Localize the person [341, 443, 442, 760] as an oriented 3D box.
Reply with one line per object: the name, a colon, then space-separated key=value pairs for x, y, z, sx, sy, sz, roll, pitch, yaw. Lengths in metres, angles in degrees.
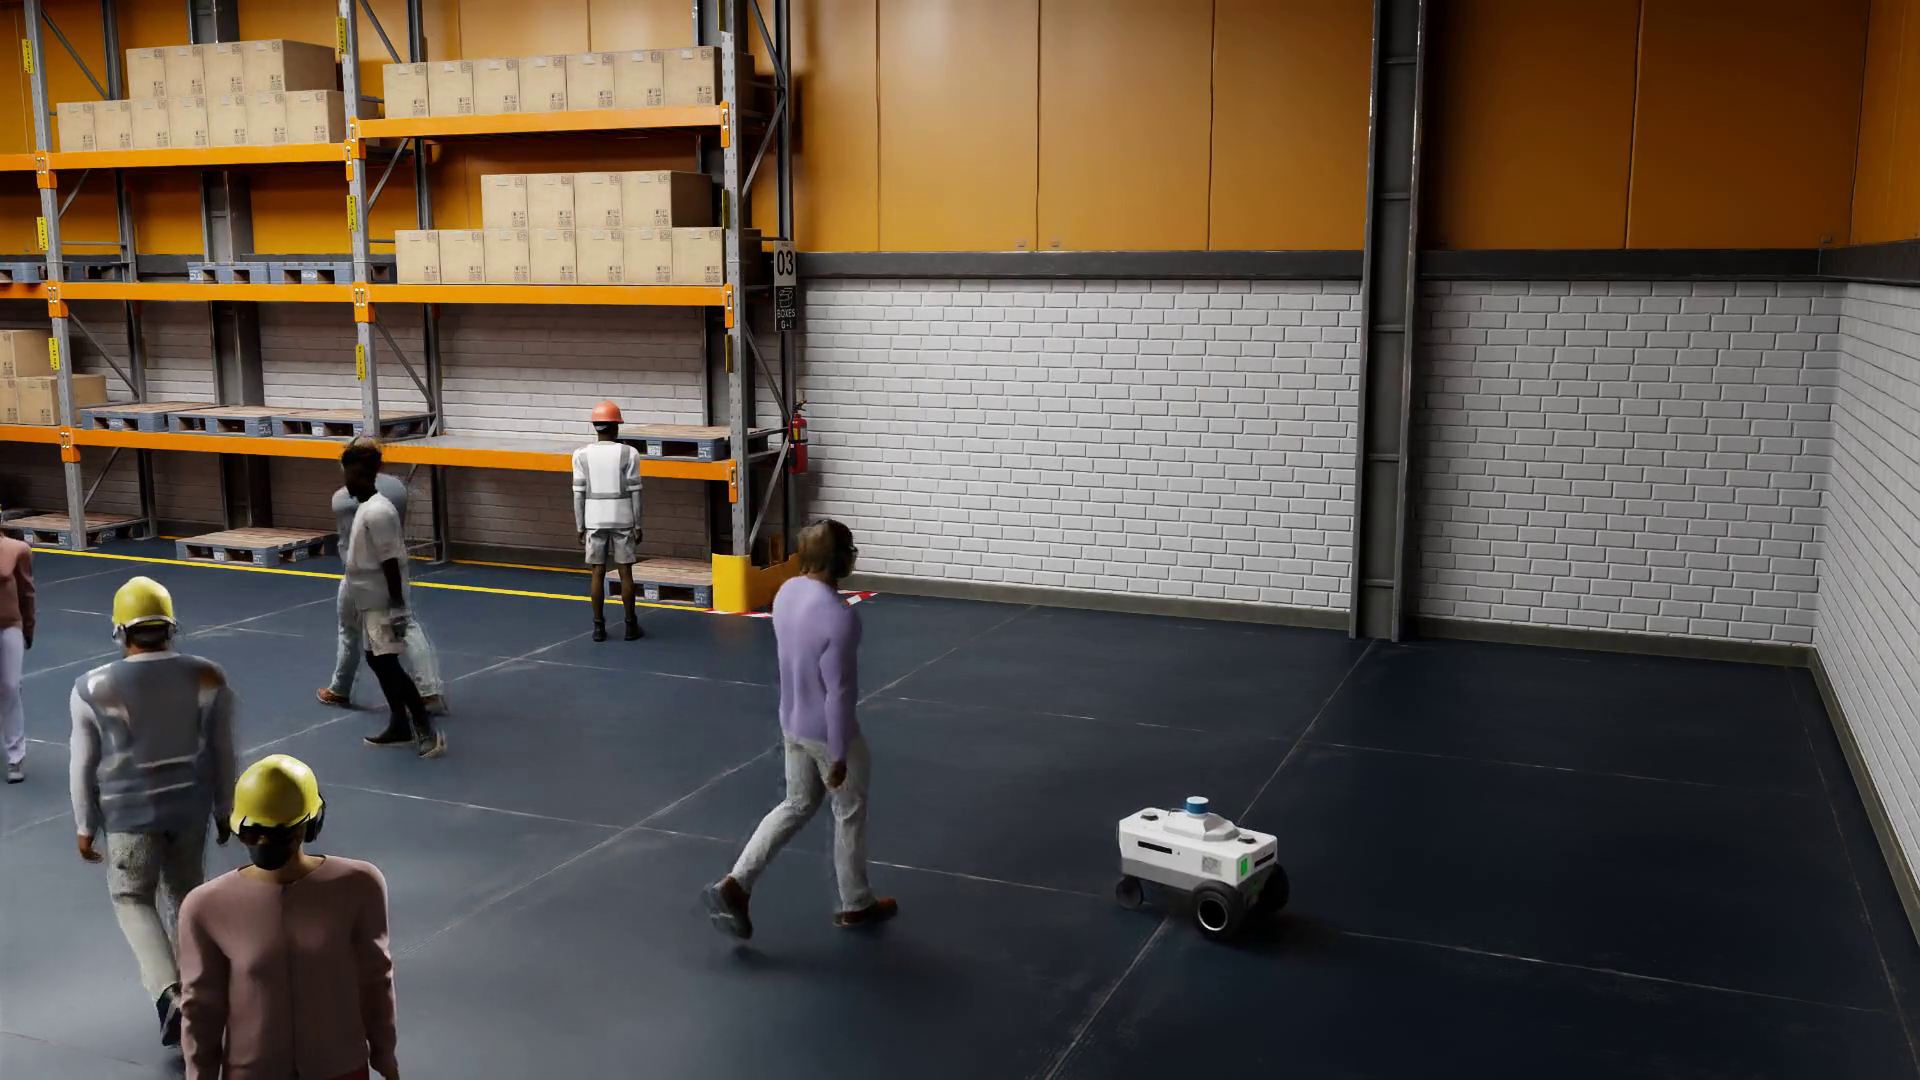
person: x=-3.501 y=0.367 z=10.292 sx=0.541 sy=1.924 sz=0.711 roll=-5 pitch=11 yaw=-27

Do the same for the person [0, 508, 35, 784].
person: x=-5.795 y=0.526 z=9.920 sx=0.521 sy=1.726 sz=0.901 roll=-5 pitch=11 yaw=-29

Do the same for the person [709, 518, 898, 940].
person: x=-0.676 y=0.852 z=7.378 sx=0.845 sy=1.920 sz=0.632 roll=-7 pitch=12 yaw=-38

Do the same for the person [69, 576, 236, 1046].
person: x=-3.109 y=1.050 z=6.484 sx=0.596 sy=1.813 sz=0.716 roll=-9 pitch=13 yaw=-43

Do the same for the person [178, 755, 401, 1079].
person: x=-1.751 y=1.416 z=4.394 sx=0.535 sy=1.766 sz=0.310 roll=-5 pitch=11 yaw=-29

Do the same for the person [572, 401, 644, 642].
person: x=-2.812 y=-0.144 z=13.344 sx=0.543 sy=1.932 sz=0.376 roll=0 pitch=9 yaw=-3

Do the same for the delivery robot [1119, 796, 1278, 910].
delivery robot: x=1.091 y=1.430 z=7.684 sx=0.707 sy=0.478 sz=0.477 roll=7 pitch=12 yaw=38

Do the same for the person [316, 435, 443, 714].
person: x=-3.925 y=0.237 z=11.175 sx=1.026 sy=1.894 sz=0.628 roll=5 pitch=11 yaw=30
